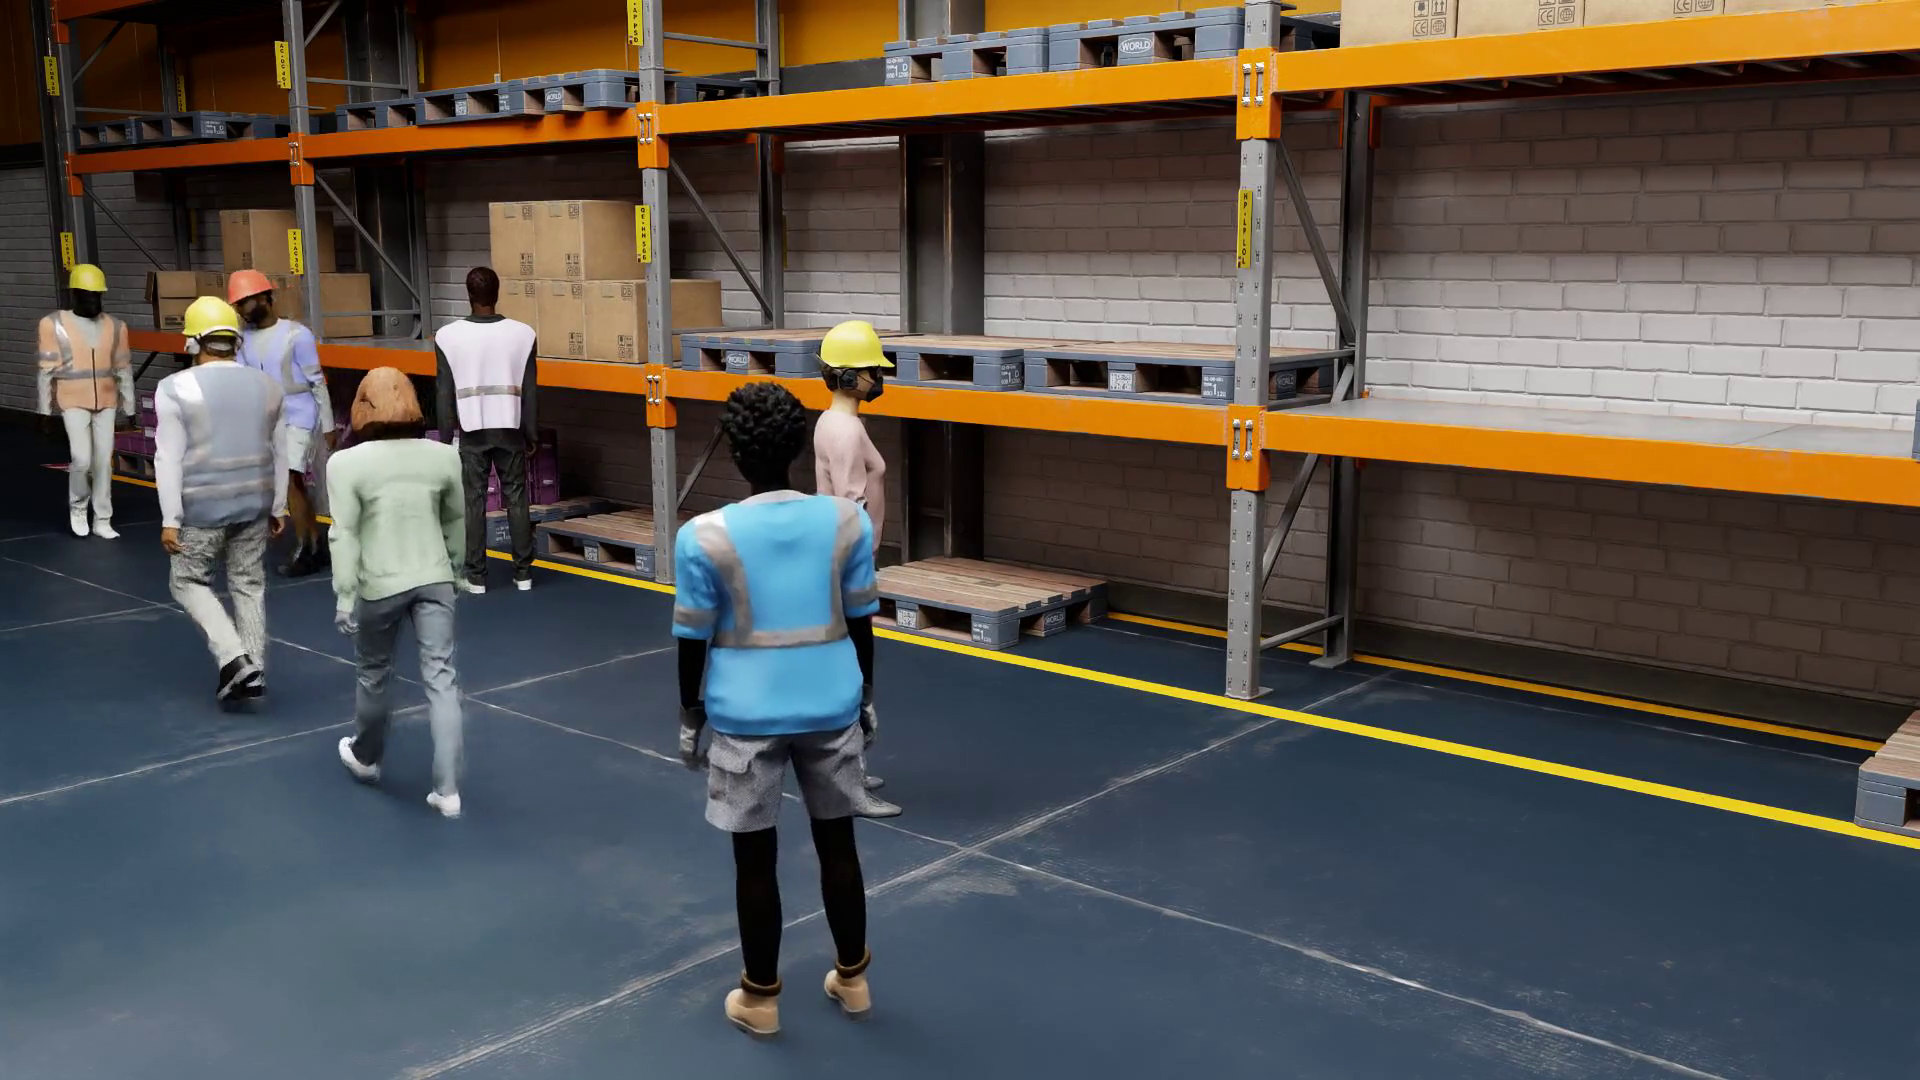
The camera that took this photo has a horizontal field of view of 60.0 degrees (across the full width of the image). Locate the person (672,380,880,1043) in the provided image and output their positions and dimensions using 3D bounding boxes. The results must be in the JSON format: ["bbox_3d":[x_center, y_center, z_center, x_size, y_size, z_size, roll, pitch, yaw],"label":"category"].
[{"bbox_3d":[-0.458,0.445,4.239,0.540,1.698,0.321,-4,11,-22],"label":"person"}]

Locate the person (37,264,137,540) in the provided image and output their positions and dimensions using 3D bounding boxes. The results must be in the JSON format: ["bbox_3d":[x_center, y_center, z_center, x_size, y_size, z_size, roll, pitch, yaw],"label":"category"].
[{"bbox_3d":[-6.000,-0.937,11.469,0.431,1.910,0.631,8,13,38],"label":"person"}]

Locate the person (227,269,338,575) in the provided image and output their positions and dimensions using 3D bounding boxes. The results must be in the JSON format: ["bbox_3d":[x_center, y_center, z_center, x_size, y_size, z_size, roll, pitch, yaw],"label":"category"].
[{"bbox_3d":[-4.187,-0.718,10.285,0.558,1.886,0.710,4,11,19],"label":"person"}]

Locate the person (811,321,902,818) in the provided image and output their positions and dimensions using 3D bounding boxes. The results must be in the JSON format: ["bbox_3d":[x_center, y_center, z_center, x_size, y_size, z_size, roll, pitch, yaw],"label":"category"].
[{"bbox_3d":[-0.386,0.105,5.971,0.312,1.768,0.522,-2,10,-12],"label":"person"}]

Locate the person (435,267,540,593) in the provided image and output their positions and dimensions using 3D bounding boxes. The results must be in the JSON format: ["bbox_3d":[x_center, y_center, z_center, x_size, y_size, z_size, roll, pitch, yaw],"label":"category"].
[{"bbox_3d":[-2.761,-0.636,9.772,0.588,1.914,0.379,-4,11,-24],"label":"person"}]

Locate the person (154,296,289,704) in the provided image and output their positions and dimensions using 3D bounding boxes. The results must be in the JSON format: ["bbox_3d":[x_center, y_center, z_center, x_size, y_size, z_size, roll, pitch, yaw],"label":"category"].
[{"bbox_3d":[-3.224,-0.153,7.286,0.423,1.813,0.612,8,13,37],"label":"person"}]

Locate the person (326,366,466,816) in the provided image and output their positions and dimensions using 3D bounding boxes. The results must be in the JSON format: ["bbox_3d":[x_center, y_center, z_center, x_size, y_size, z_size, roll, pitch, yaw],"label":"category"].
[{"bbox_3d":[-2.067,0.170,6.083,0.527,1.593,0.842,-7,12,-36],"label":"person"}]
